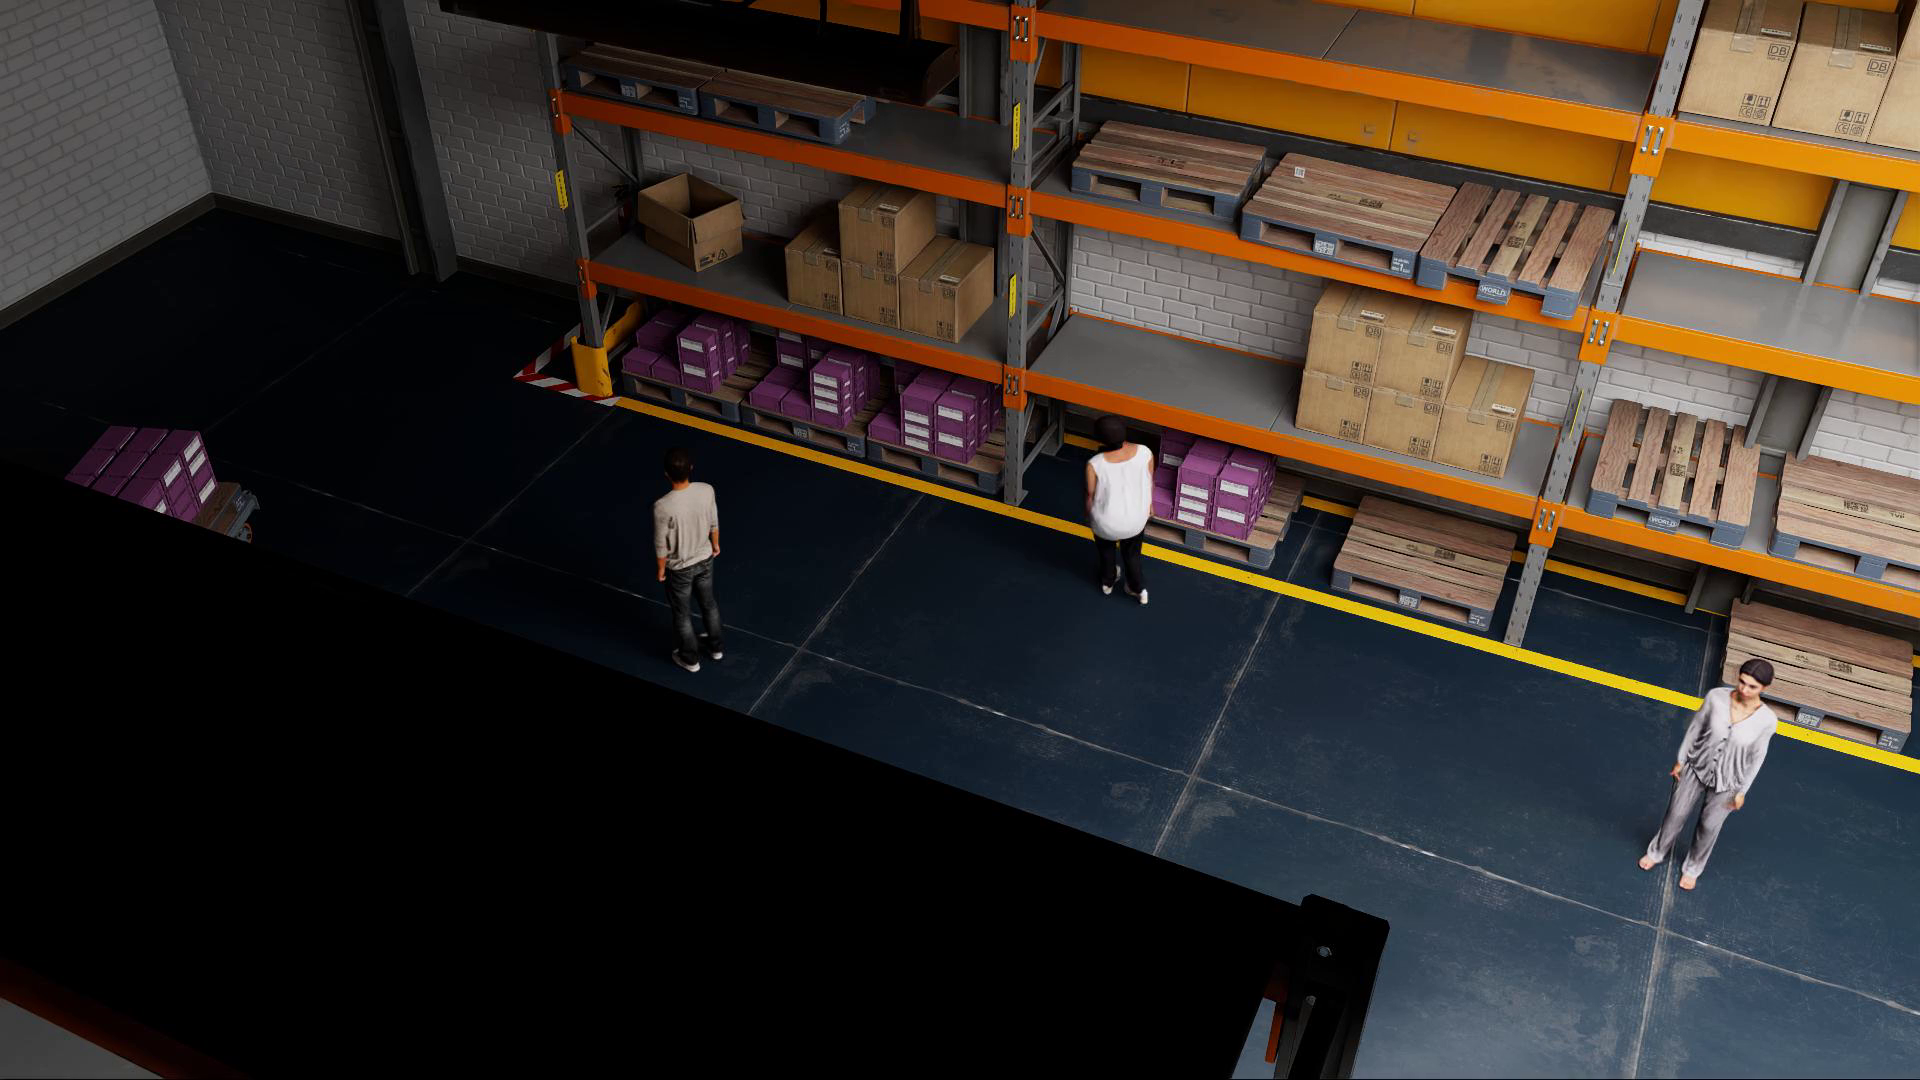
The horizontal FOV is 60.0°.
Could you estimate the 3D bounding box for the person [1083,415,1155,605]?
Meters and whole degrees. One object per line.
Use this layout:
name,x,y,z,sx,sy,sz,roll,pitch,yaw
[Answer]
person,1.118,-0.215,12.057,0.817,1.668,0.904,3,39,4

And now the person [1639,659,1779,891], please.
person,4.525,1.383,9.972,0.549,1.773,0.701,27,46,30

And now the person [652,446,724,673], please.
person,-1.860,0.144,11.498,0.731,1.804,0.704,-28,46,-30
